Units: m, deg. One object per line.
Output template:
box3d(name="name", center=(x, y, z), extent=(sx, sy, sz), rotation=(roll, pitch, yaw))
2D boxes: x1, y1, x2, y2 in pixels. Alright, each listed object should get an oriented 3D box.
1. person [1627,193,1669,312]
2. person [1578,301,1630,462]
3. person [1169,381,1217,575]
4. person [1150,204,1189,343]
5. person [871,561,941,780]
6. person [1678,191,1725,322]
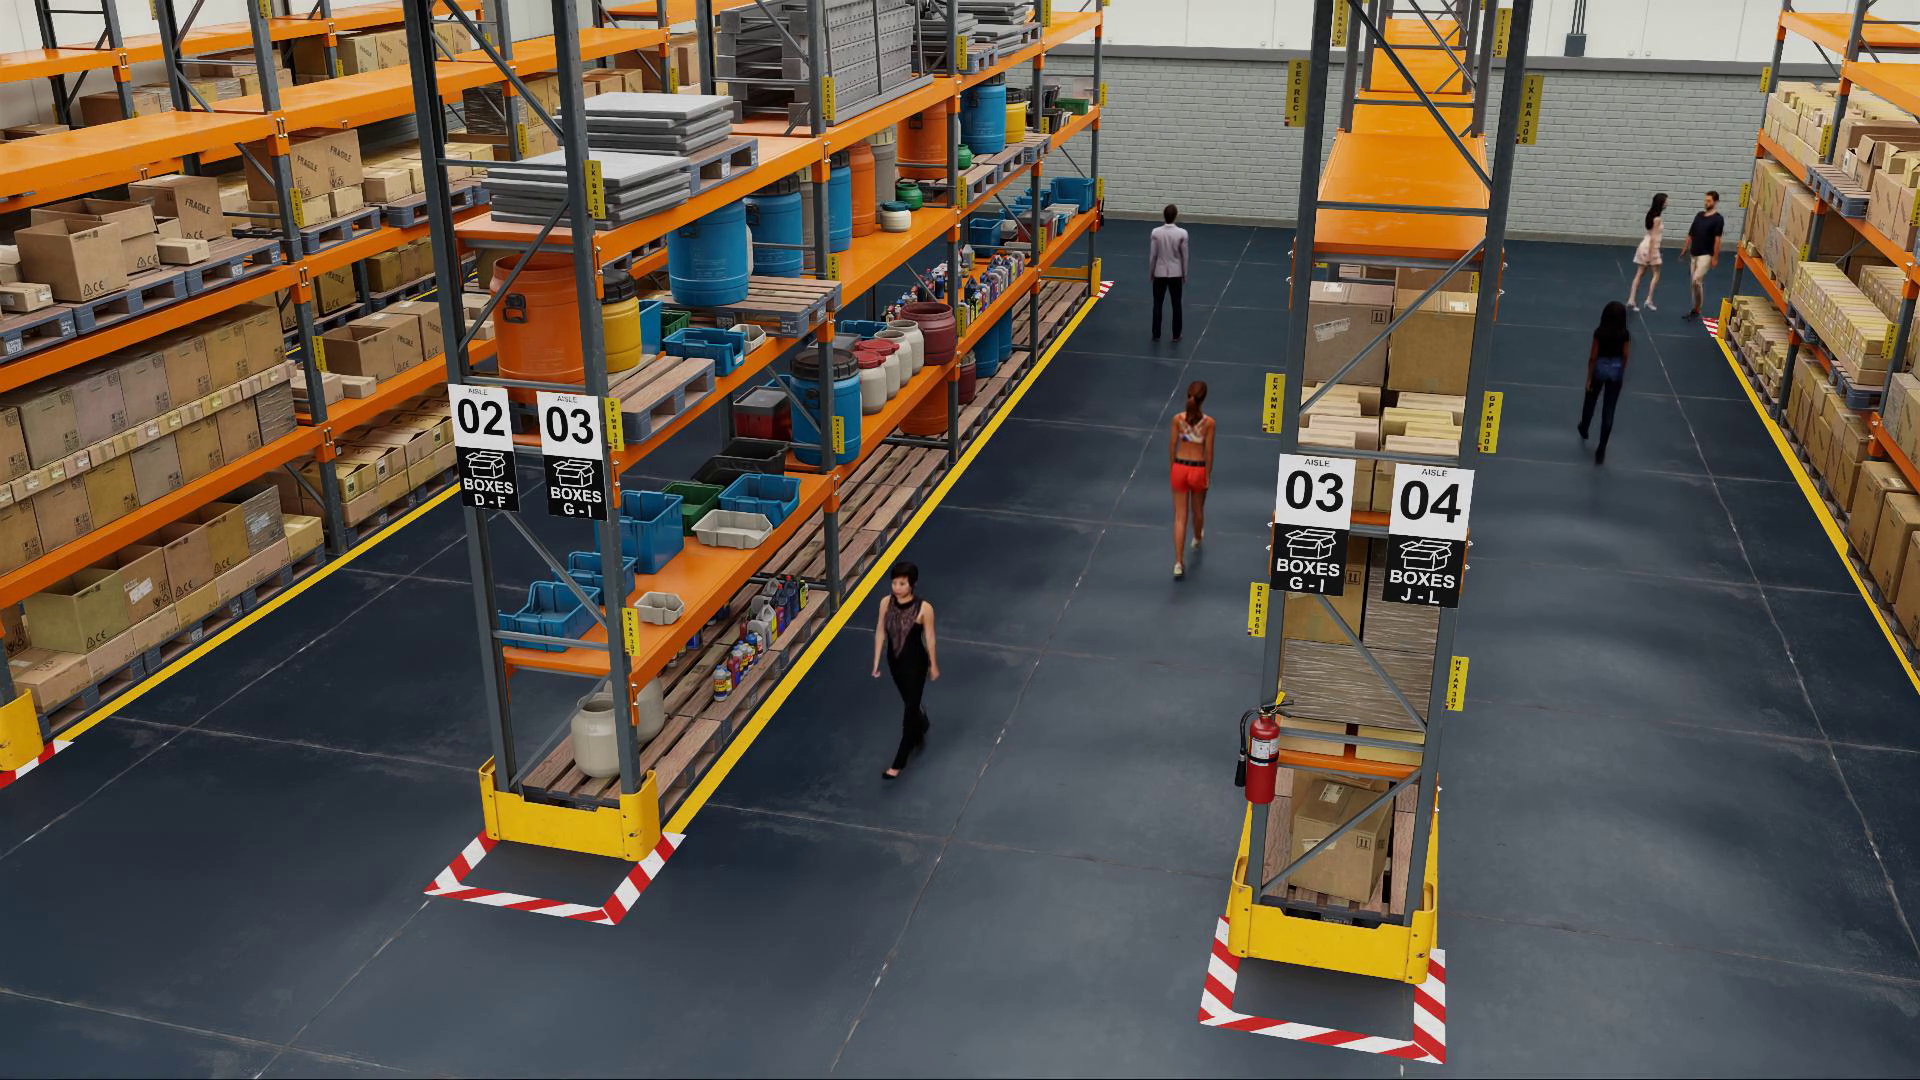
box3d(name="person", center=(9.835, -4.135, 23.979), extent=(0.706, 1.714, 0.687), rotation=(1, 22, 2))
box3d(name="person", center=(7.023, -1.692, 18.033), extent=(0.594, 1.693, 1.132), rotation=(5, 23, 12))
box3d(name="person", center=(2.064, -0.531, 15.132), extent=(0.574, 1.741, 1.143), rotation=(5, 23, 13))
box3d(name="person", center=(2.816, -3.614, 22.522), extent=(0.685, 1.852, 0.595), rotation=(4, 23, 9))
box3d(name="person", center=(-0.339, 0.880, 11.934), extent=(0.763, 1.551, 1.098), rotation=(12, 25, 26))
box3d(name="person", center=(10.570, -4.022, 23.538), extent=(0.841, 1.839, 0.763), rotation=(-8, 24, -19))
